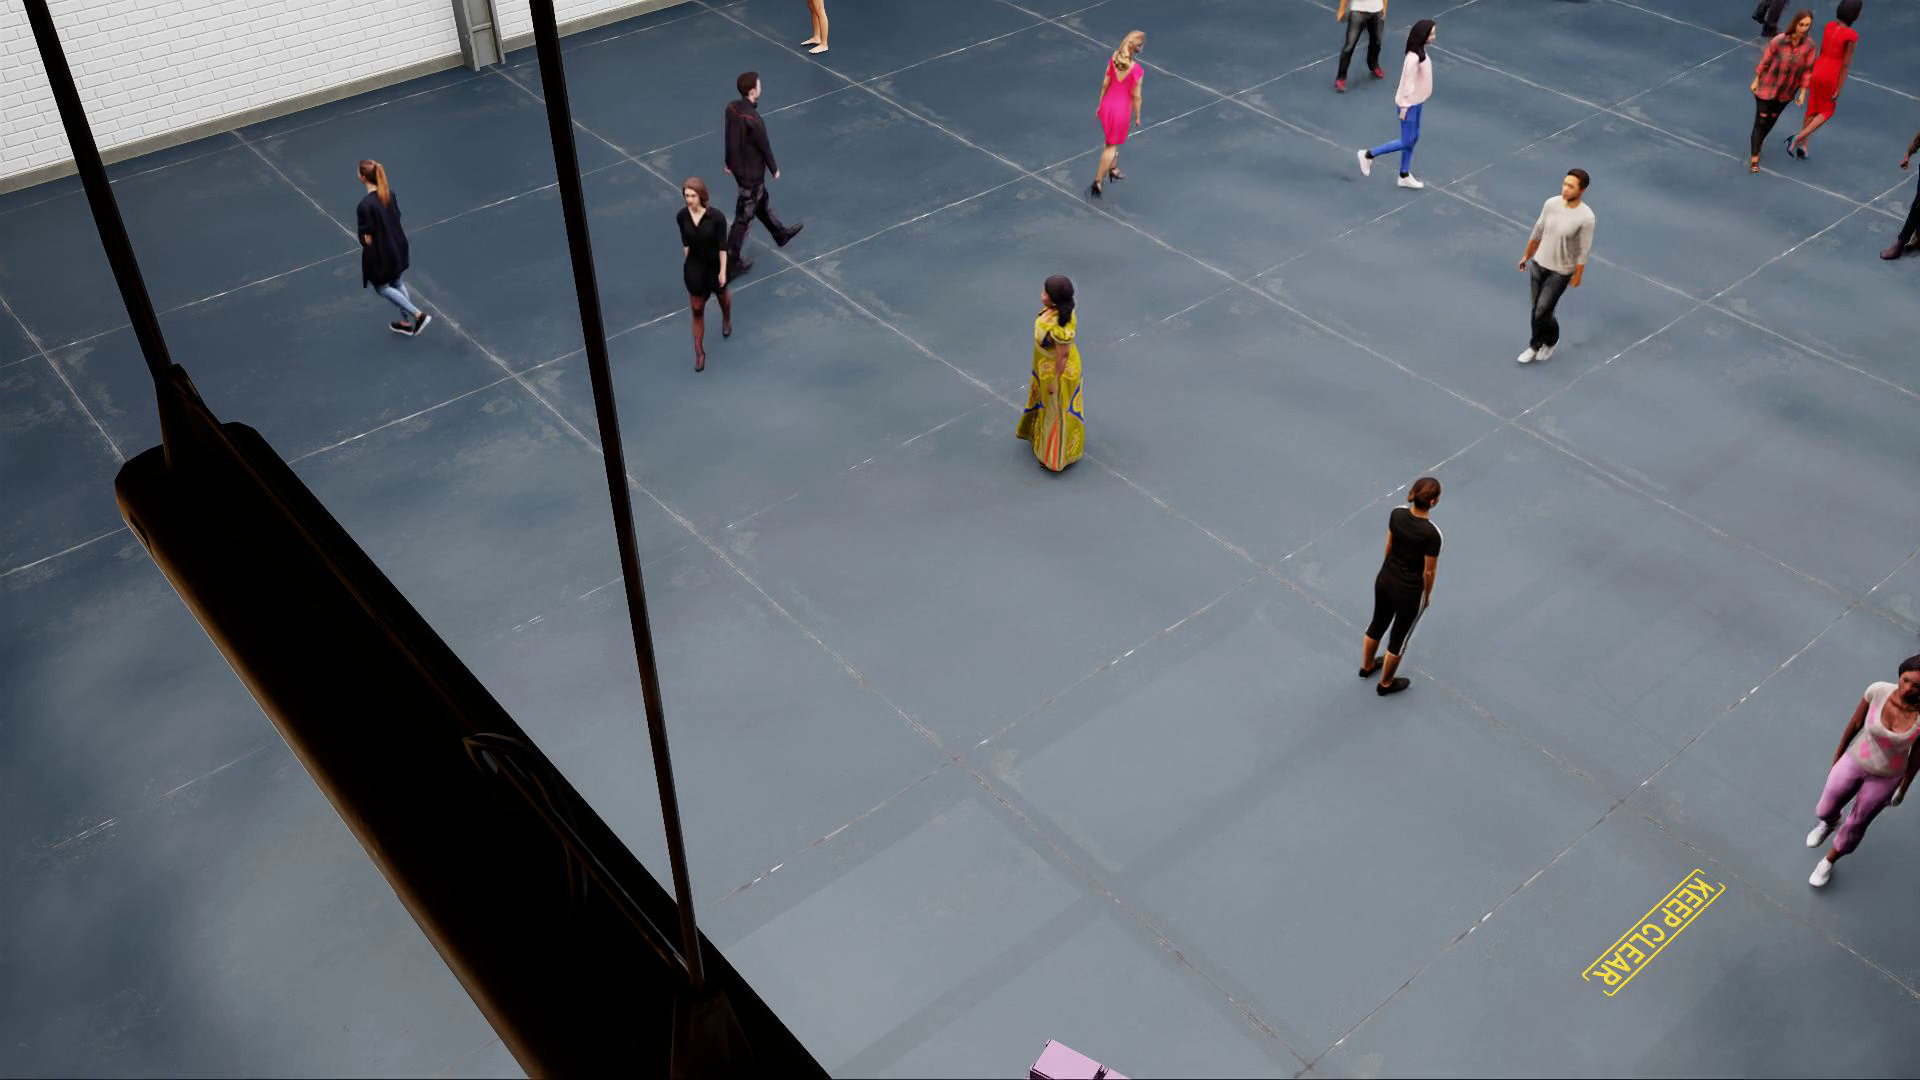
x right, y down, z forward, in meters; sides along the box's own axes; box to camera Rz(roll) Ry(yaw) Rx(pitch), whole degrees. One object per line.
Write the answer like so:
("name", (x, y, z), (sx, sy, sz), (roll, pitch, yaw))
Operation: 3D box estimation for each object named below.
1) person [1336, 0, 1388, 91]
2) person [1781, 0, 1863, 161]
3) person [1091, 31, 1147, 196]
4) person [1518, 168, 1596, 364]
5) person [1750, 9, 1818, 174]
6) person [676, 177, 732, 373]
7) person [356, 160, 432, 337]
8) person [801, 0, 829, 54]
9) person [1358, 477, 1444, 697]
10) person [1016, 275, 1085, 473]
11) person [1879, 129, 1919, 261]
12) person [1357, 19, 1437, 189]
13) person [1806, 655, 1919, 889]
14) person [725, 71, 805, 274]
("person", (4.526, -5.946, 18.611), (0.941, 1.786, 1.071), (-4, 39, -6))
("person", (8.818, -4.693, 17.091), (0.773, 1.726, 0.675), (-16, 41, -19))
("person", (1.511, -4.188, 16.489), (0.694, 1.686, 0.788), (28, 46, 30))
("person", (5.074, -2.326, 14.066), (0.696, 1.800, 0.702), (-22, 43, -25))
("person", (8.393, -4.651, 17.101), (1.042, 1.646, 1.179), (9, 39, 11))
("person", (-2.122, -2.345, 14.210), (1.057, 1.653, 1.127), (4, 39, 5))
("person", (-4.868, -2.466, 14.347), (0.879, 1.670, 0.846), (15, 41, 18))
("person", (-1.714, -6.602, 19.475), (0.596, 1.732, 0.635), (-16, 41, -19))
("person", (2.893, 0.299, 10.890), (0.578, 1.663, 0.609), (-21, 43, -24))
("person", (0.751, -1.327, 12.929), (1.023, 1.660, 0.999), (-3, 39, -3))
("person", (9.195, -3.494, 15.515), (0.990, 1.817, 0.898), (-11, 40, -14))
("person", (4.422, -4.364, 16.655), (0.946, 1.755, 0.987), (16, 41, 19))
("person", (5.290, 1.294, 9.588), (0.626, 1.733, 0.738), (29, 47, 32))
("person", (-1.999, -3.321, 15.269), (1.208, 1.856, 0.763), (-23, 44, -26))
